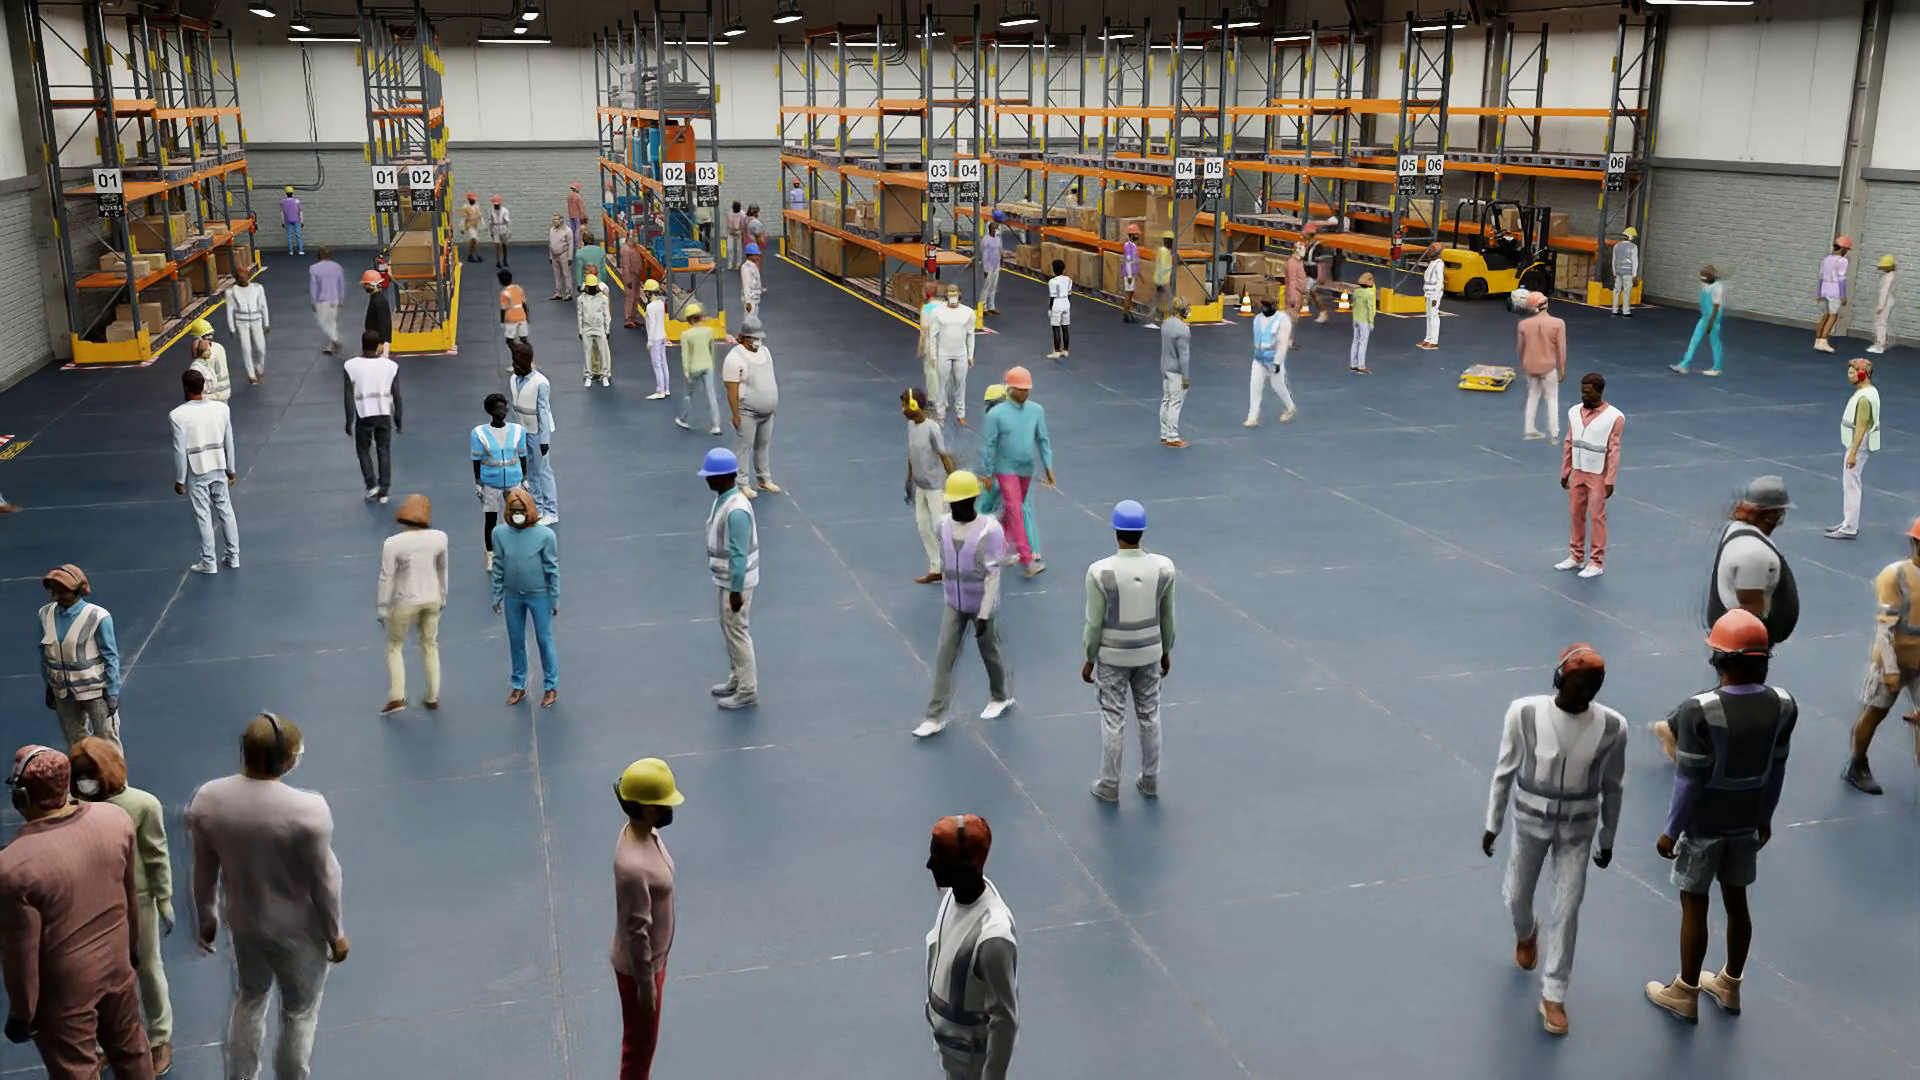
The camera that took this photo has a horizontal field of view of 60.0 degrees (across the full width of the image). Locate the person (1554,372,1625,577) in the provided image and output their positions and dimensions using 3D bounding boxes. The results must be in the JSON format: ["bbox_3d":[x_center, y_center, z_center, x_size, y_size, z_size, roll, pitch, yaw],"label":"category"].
[{"bbox_3d":[5.881,-0.616,15.527,0.399,1.903,0.599,-9,17,-29],"label":"person"}]

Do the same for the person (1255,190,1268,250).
[{"bbox_3d":[8.859,-9.382,48.790,0.329,1.751,0.571,13,20,40],"label":"person"}]

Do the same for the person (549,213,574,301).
[{"bbox_3d":[-8.800,-6.224,36.612,0.639,1.911,0.406,8,17,28],"label":"person"}]

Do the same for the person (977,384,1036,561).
[{"bbox_3d":[0.322,-0.633,15.944,0.929,1.708,0.534,4,15,15],"label":"person"}]

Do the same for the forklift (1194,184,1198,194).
[{"bbox_3d":[7.392,-11.333,53.972,1.873,2.768,1.129,-4,15,-15],"label":"forklift"}]

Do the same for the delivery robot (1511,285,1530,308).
[{"bbox_3d":[11.692,-5.054,34.625,0.477,0.478,0.707,3,15,11],"label":"delivery robot"}]

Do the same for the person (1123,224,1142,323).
[{"bbox_3d":[3.412,-5.285,33.013,0.347,1.943,0.544,4,15,14],"label":"person"}]

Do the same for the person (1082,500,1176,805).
[{"bbox_3d":[1.052,0.705,10.461,0.616,1.945,0.404,-5,16,-17],"label":"person"}]

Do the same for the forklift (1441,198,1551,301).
[{"bbox_3d":[11.913,-6.508,37.130,2.313,2.155,1.214,-4,15,-15],"label":"forklift"}]

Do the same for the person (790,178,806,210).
[{"bbox_3d":[-5.086,-10.333,52.037,0.543,1.928,0.373,-9,17,-29],"label":"person"}]

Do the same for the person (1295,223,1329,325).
[{"bbox_3d":[6.871,-5.226,32.716,1.070,1.990,0.631,-4,15,-15],"label":"person"}]

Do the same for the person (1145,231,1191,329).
[{"bbox_3d":[4.022,-5.000,32.076,0.955,1.865,0.600,1,15,2],"label":"person"}]

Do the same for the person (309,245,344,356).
[{"bbox_3d":[-10.842,-4.101,28.611,0.633,1.923,0.644,11,18,35],"label":"person"}]

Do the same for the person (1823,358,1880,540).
[{"bbox_3d":[9.061,-0.917,16.794,0.401,1.832,0.571,7,17,26],"label":"person"}]

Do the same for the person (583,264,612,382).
[{"bbox_3d":[-5.707,-3.419,26.184,0.568,1.840,0.374,12,19,38],"label":"person"}]

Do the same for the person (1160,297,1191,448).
[{"bbox_3d":[2.749,-2.128,21.167,0.385,1.931,0.629,-5,16,-17],"label":"person"}]

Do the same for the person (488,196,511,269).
[{"bbox_3d":[-12.118,-8.112,43.801,0.558,1.880,1.026,-3,15,-9],"label":"person"}]

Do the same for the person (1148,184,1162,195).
[{"bbox_3d":[6.205,-10.637,53.264,0.633,1.886,0.668,-8,17,-26],"label":"person"}]

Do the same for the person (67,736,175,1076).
[{"bbox_3d":[-3.811,1.653,7.498,0.501,1.632,0.284,-2,15,-6],"label":"person"}]

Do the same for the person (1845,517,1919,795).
[{"bbox_3d":[5.959,0.765,10.343,0.554,1.895,0.858,-2,15,-8],"label":"person"}]

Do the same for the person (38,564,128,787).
[{"bbox_3d":[-5.369,0.937,10.182,0.512,1.640,0.309,3,15,10],"label":"person"}]

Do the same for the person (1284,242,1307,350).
[{"bbox_3d":[5.963,-4.340,29.555,0.395,1.898,0.638,4,16,16],"label":"person"}]

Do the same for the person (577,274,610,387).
[{"bbox_3d":[-5.652,-3.232,25.684,0.484,1.737,0.322,-2,15,-7],"label":"person"}]

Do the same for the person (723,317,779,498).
[{"bbox_3d":[-2.290,-1.493,18.557,0.536,2.000,0.686,10,18,34],"label":"person"}]

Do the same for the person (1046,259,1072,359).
[{"bbox_3d":[1.694,-3.946,28.446,0.318,1.696,0.533,14,20,42],"label":"person"}]

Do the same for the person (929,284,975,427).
[{"bbox_3d":[-0.100,-2.493,22.516,0.631,1.940,0.372,-2,15,-9],"label":"person"}]

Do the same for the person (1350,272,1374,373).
[{"bbox_3d":[6.535,-3.523,26.992,0.287,1.629,0.501,-6,16,-22],"label":"person"}]

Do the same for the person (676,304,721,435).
[{"bbox_3d":[-3.479,-2.274,22.124,0.539,1.718,0.925,-10,18,-33],"label":"person"}]

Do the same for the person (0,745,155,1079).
[{"bbox_3d":[-3.576,1.730,6.683,0.400,1.910,0.643,5,16,19],"label":"person"}]

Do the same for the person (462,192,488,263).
[{"bbox_3d":[-13.130,-8.463,45.064,0.930,1.894,0.562,8,17,28],"label":"person"}]

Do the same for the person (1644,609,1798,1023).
[{"bbox_3d":[3.624,1.319,7.968,0.614,2.042,0.373,-4,15,-15],"label":"person"}]

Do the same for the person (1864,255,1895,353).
[{"bbox_3d":[16.105,-4.114,29.050,0.363,1.714,0.542,6,16,22],"label":"person"}]

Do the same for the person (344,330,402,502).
[{"bbox_3d":[-6.465,-1.358,18.341,0.643,1.885,0.488,-8,17,-29],"label":"person"}]

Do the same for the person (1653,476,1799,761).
[{"bbox_3d":[5.093,0.531,10.940,0.772,2.000,0.689,5,16,18],"label":"person"}]

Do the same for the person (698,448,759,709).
[{"bbox_3d":[-1.670,0.273,12.118,0.418,1.937,0.618,-5,16,-17],"label":"person"}]

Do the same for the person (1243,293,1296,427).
[{"bbox_3d":[4.257,-2.459,22.646,0.848,1.814,0.620,-14,20,-42],"label":"person"}]

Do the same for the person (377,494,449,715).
[{"bbox_3d":[-3.928,0.476,12.001,0.600,1.608,0.336,-14,20,-42],"label":"person"}]

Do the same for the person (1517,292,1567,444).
[{"bbox_3d":[7.515,-2.229,21.522,0.651,1.944,0.395,11,18,35],"label":"person"}]

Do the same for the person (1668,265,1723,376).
[{"bbox_3d":[11.871,-3.490,26.577,0.945,1.776,0.583,-2,15,-9],"label":"person"}]

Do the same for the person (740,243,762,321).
[{"bbox_3d":[-3.586,-4.142,28.701,0.405,1.946,0.612,2,15,7],"label":"person"}]
